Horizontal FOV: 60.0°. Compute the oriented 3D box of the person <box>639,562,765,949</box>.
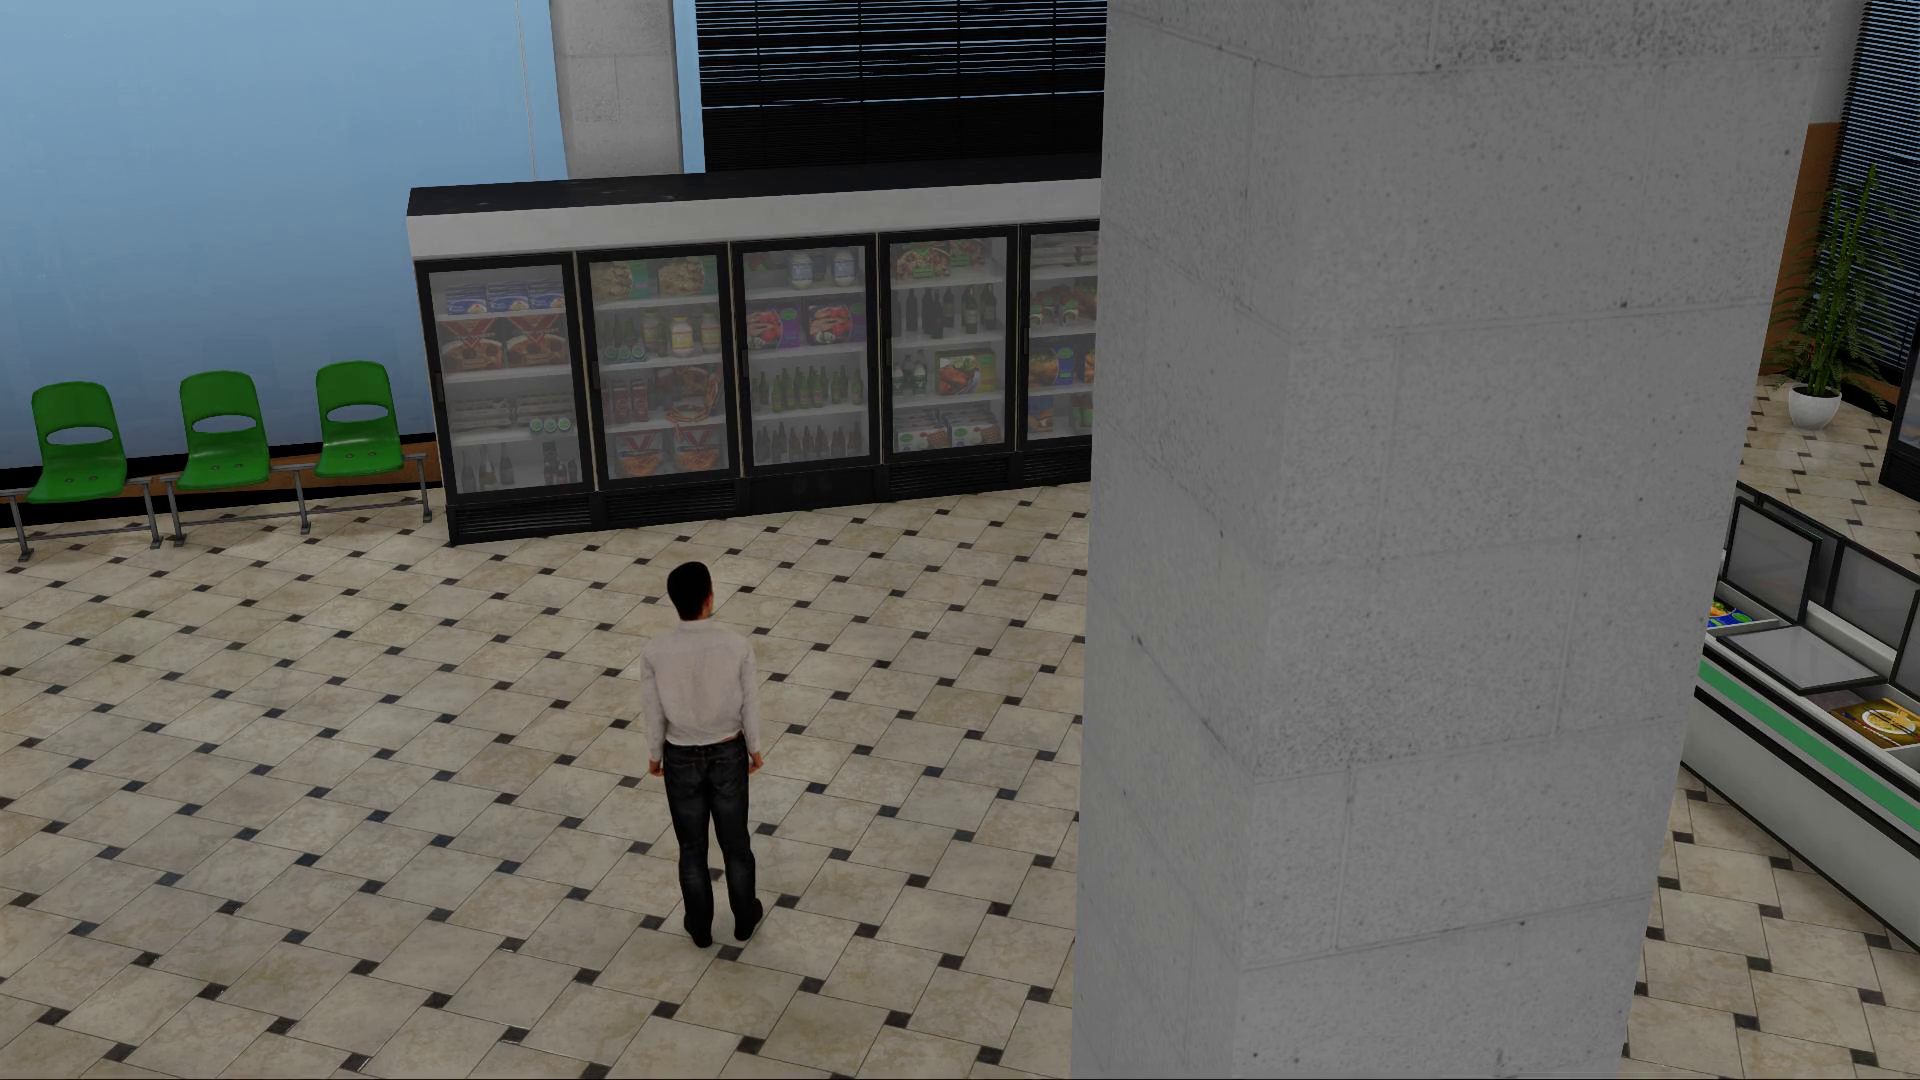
[{"bbox_3d":[-1.100,0.943,7.189,0.676,1.810,0.580,-3,24,-7],"label":"person"}]
